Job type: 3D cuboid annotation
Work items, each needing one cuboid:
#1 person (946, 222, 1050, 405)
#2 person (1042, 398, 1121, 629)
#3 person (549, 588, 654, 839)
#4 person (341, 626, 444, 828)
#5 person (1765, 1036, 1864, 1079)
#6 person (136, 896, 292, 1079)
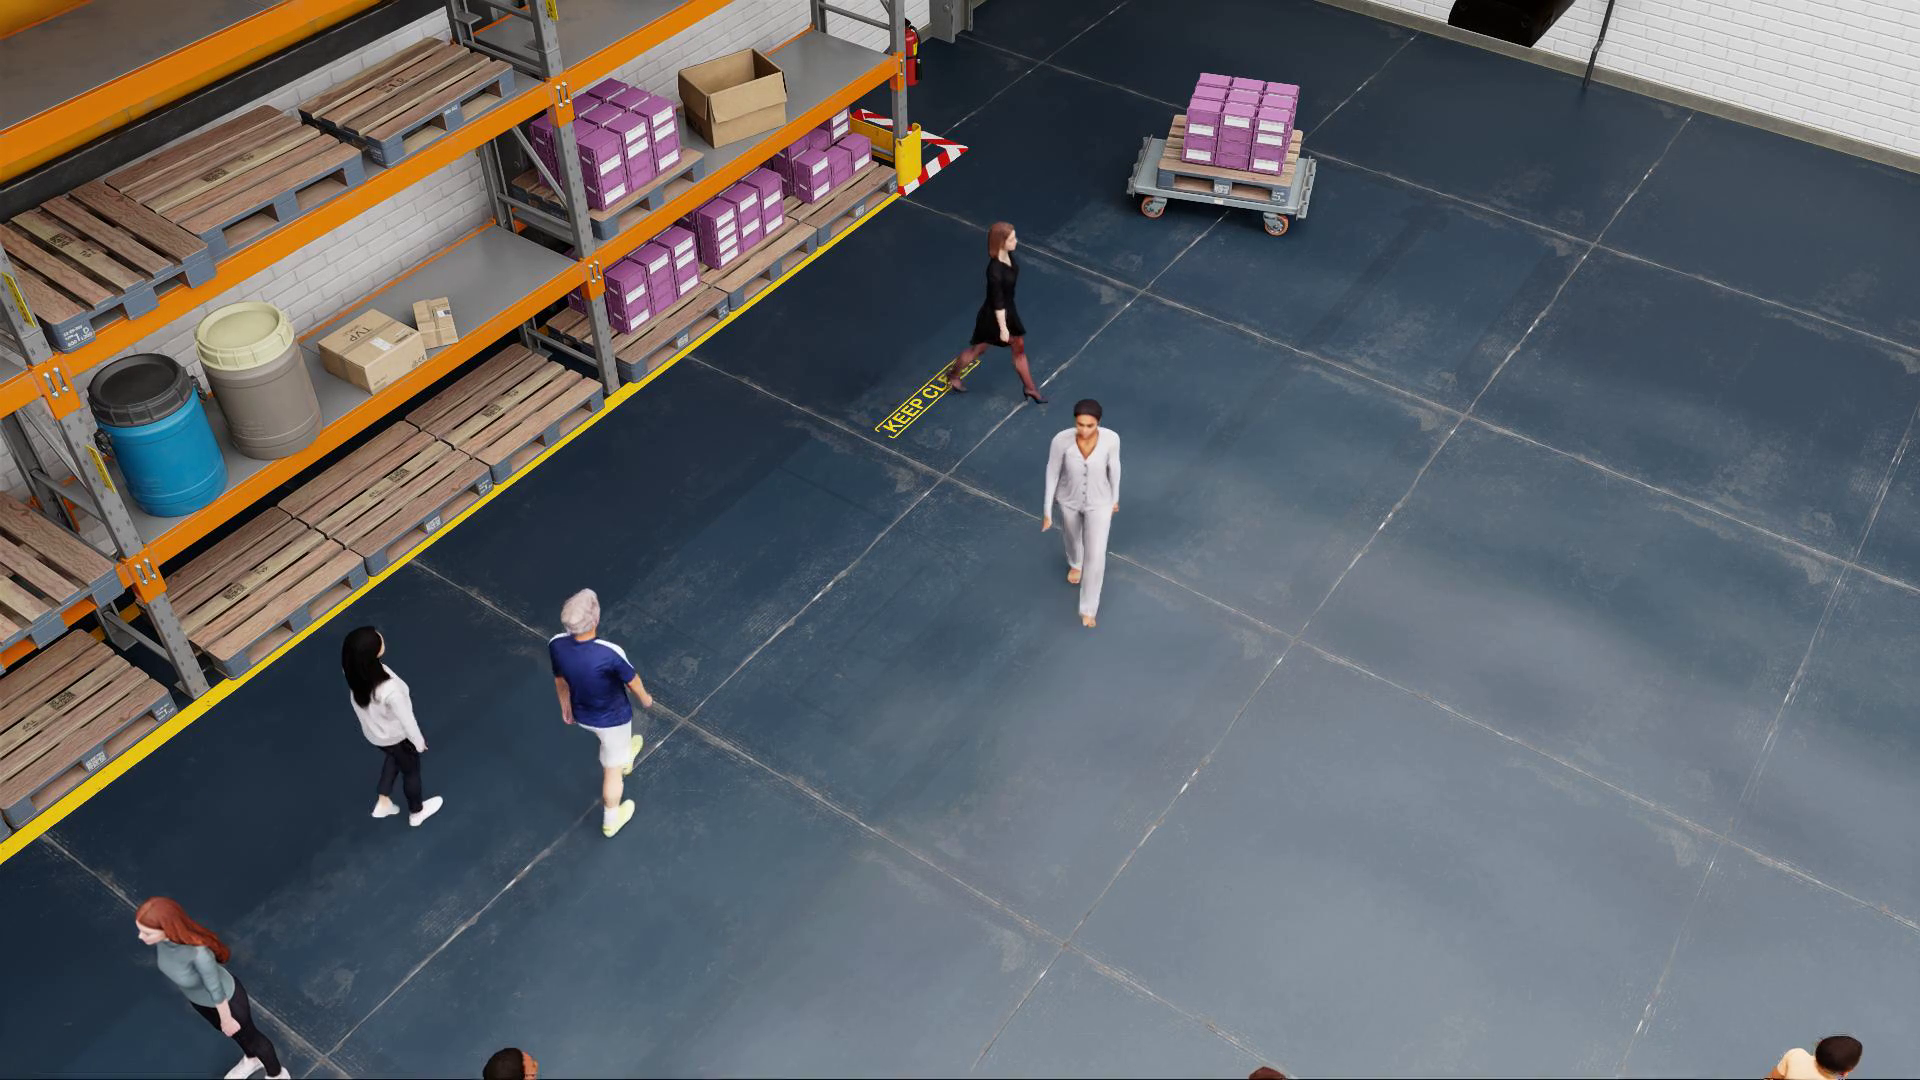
[{"bbox_3d":[0.194,-1.728,12.943,0.920,1.654,1.099,10,44,10],"label":"person"},{"bbox_3d":[0.849,-0.334,11.445,0.978,1.703,1.160,4,44,4],"label":"person"},{"bbox_3d":[-2.165,1.090,9.876,0.778,1.805,1.034,16,46,16],"label":"person"},{"bbox_3d":[-3.454,1.171,9.874,0.625,1.690,0.655,26,49,24],"label":"person"},{"bbox_3d":[4.114,2.869,8.257,0.610,1.462,0.607,-23,48,-22],"label":"person"},{"bbox_3d":[-3.851,2.357,8.592,0.566,1.742,0.519,27,50,26],"label":"person"}]
